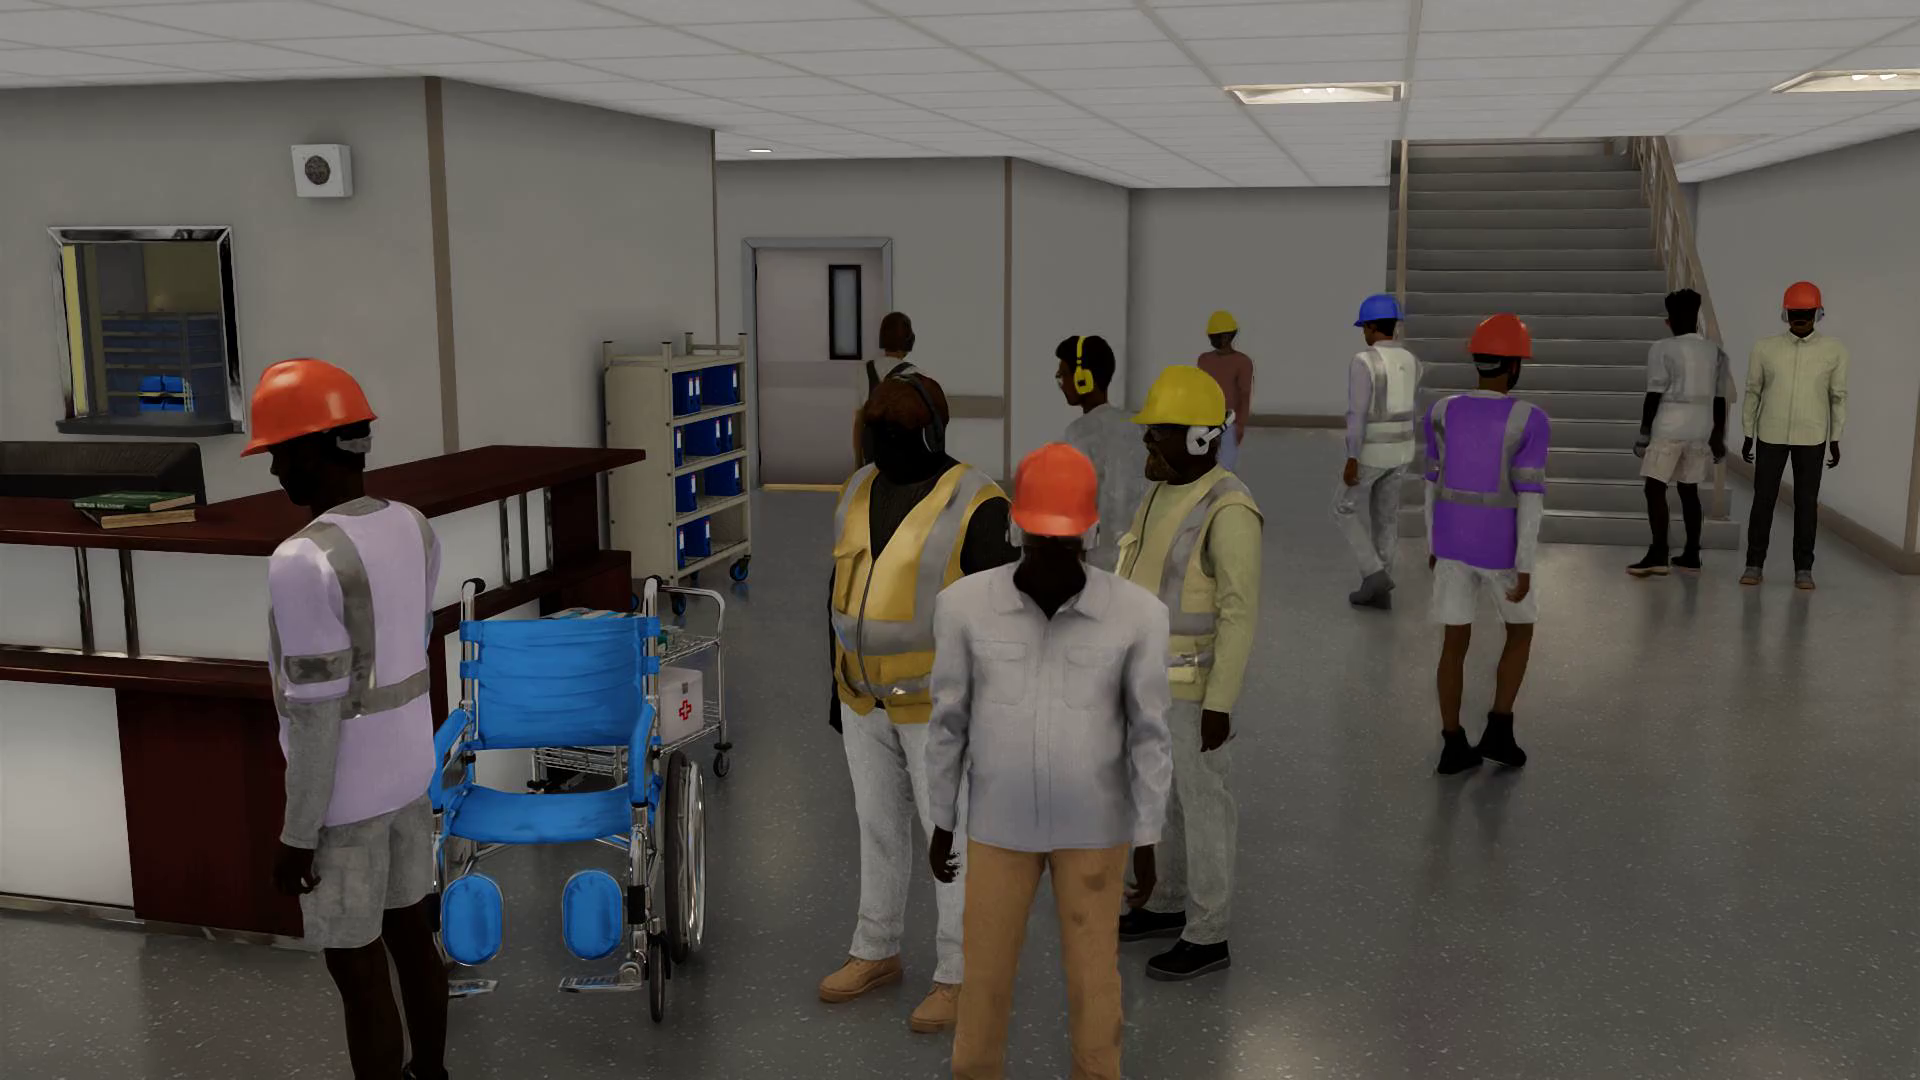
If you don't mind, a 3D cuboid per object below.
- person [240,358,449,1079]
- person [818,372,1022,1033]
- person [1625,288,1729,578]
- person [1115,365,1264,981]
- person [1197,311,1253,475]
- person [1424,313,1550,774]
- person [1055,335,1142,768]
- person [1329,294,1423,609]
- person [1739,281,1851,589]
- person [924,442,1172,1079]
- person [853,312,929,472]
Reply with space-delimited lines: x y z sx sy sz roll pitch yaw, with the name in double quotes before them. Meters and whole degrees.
"person" -1.392 0.555 3.778 0.369 1.929 0.542 1 10 9
"person" -0.141 0.449 4.677 0.621 1.838 0.429 7 12 37
"person" 4.839 -0.707 11.190 0.840 1.939 0.583 -3 10 -20
"person" 0.657 0.394 4.999 0.403 1.834 0.589 -3 10 -18
"person" 2.085 -0.915 12.978 0.529 1.747 0.542 9 13 43
"person" 2.184 0.026 6.929 0.546 1.919 0.514 8 12 39
"person" 0.561 0.107 6.671 0.429 1.849 0.543 9 13 44
"person" 2.539 -0.527 10.147 0.629 1.924 0.443 -7 12 -36
"person" 5.420 -0.678 10.836 0.613 1.994 0.382 5 11 26
"person" 0.197 0.637 3.823 0.571 1.742 0.359 1 10 6
"person" -0.415 -0.439 9.911 0.540 1.829 0.459 5 11 27
